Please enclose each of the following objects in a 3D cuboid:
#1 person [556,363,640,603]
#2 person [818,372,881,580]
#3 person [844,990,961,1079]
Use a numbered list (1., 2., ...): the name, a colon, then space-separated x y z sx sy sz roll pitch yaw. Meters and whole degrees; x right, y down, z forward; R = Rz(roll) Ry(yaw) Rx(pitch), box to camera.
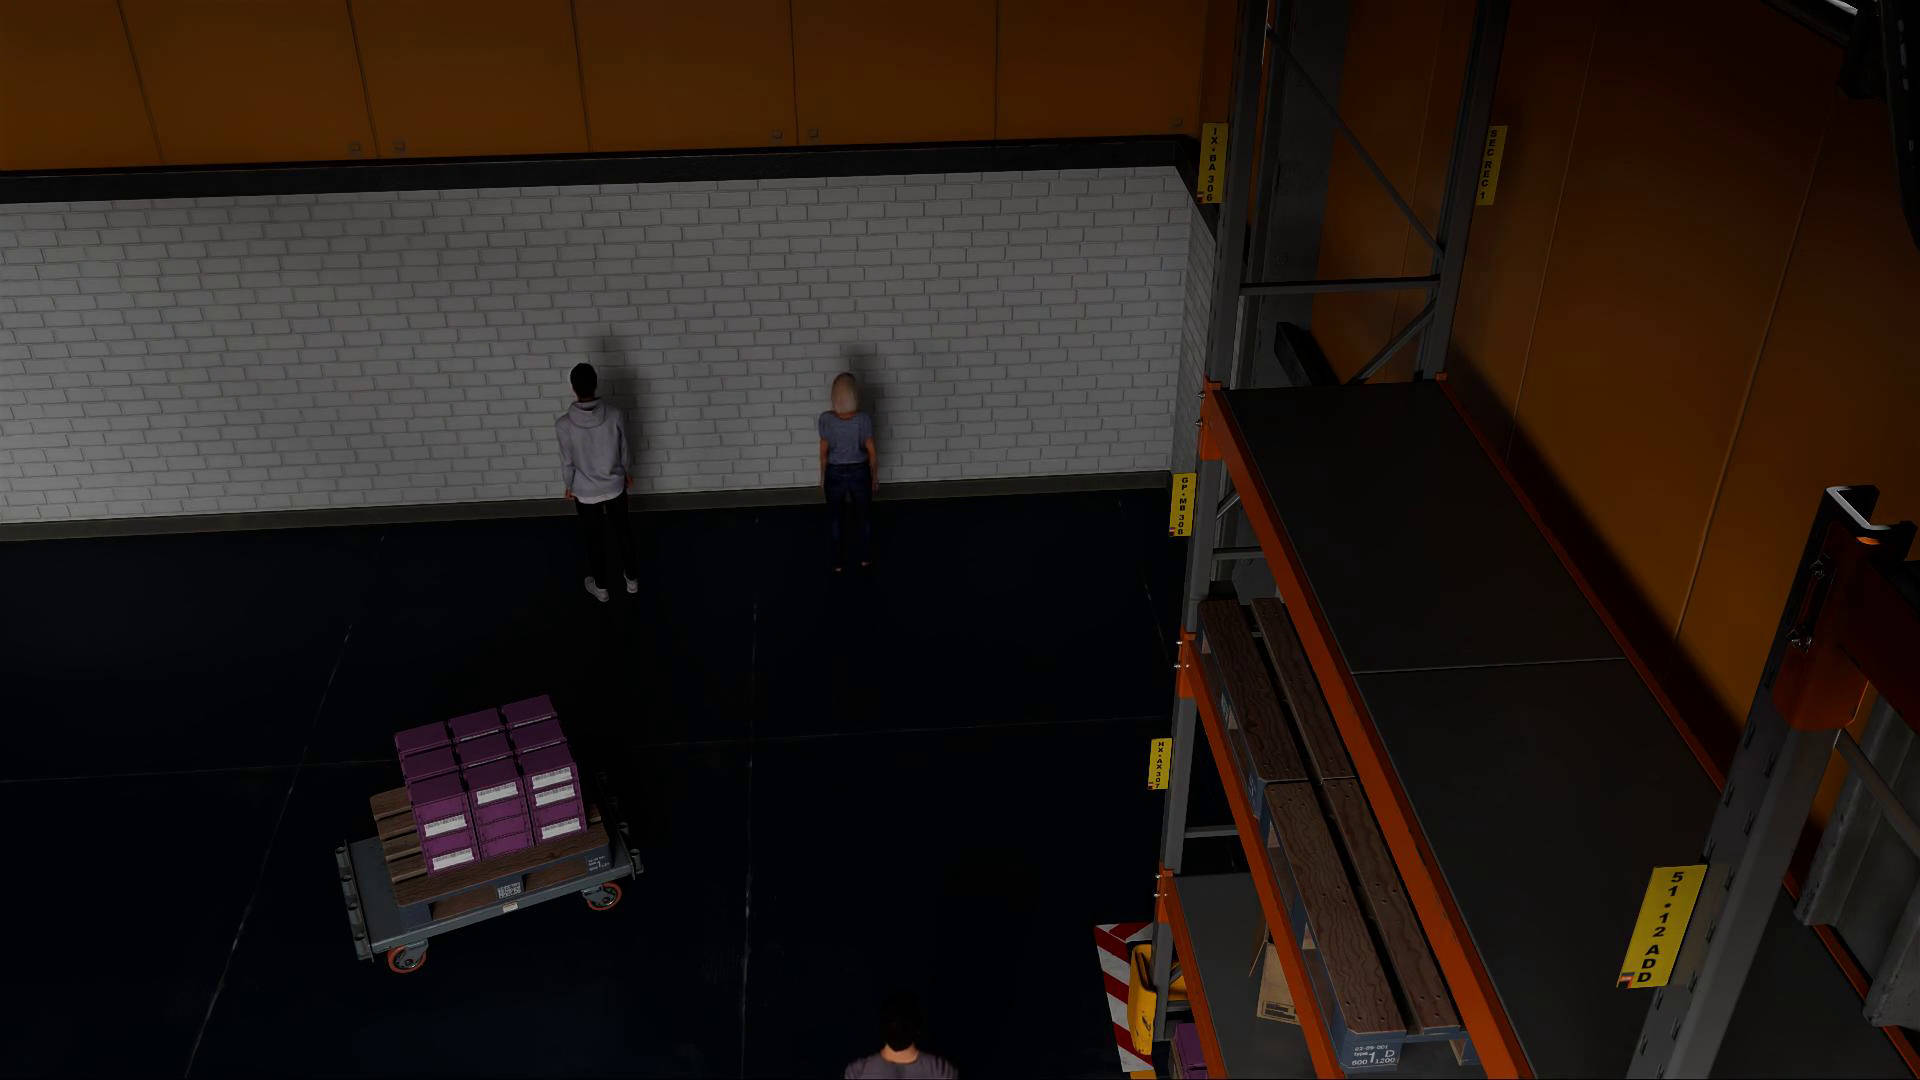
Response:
1. person: -2.649 -0.418 12.241 0.761 1.930 0.739 -16 37 -23
2. person: -0.848 -0.480 12.511 0.631 1.735 0.667 0 34 0
3. person: -0.245 2.738 7.563 0.683 1.854 0.541 -1 34 -1
